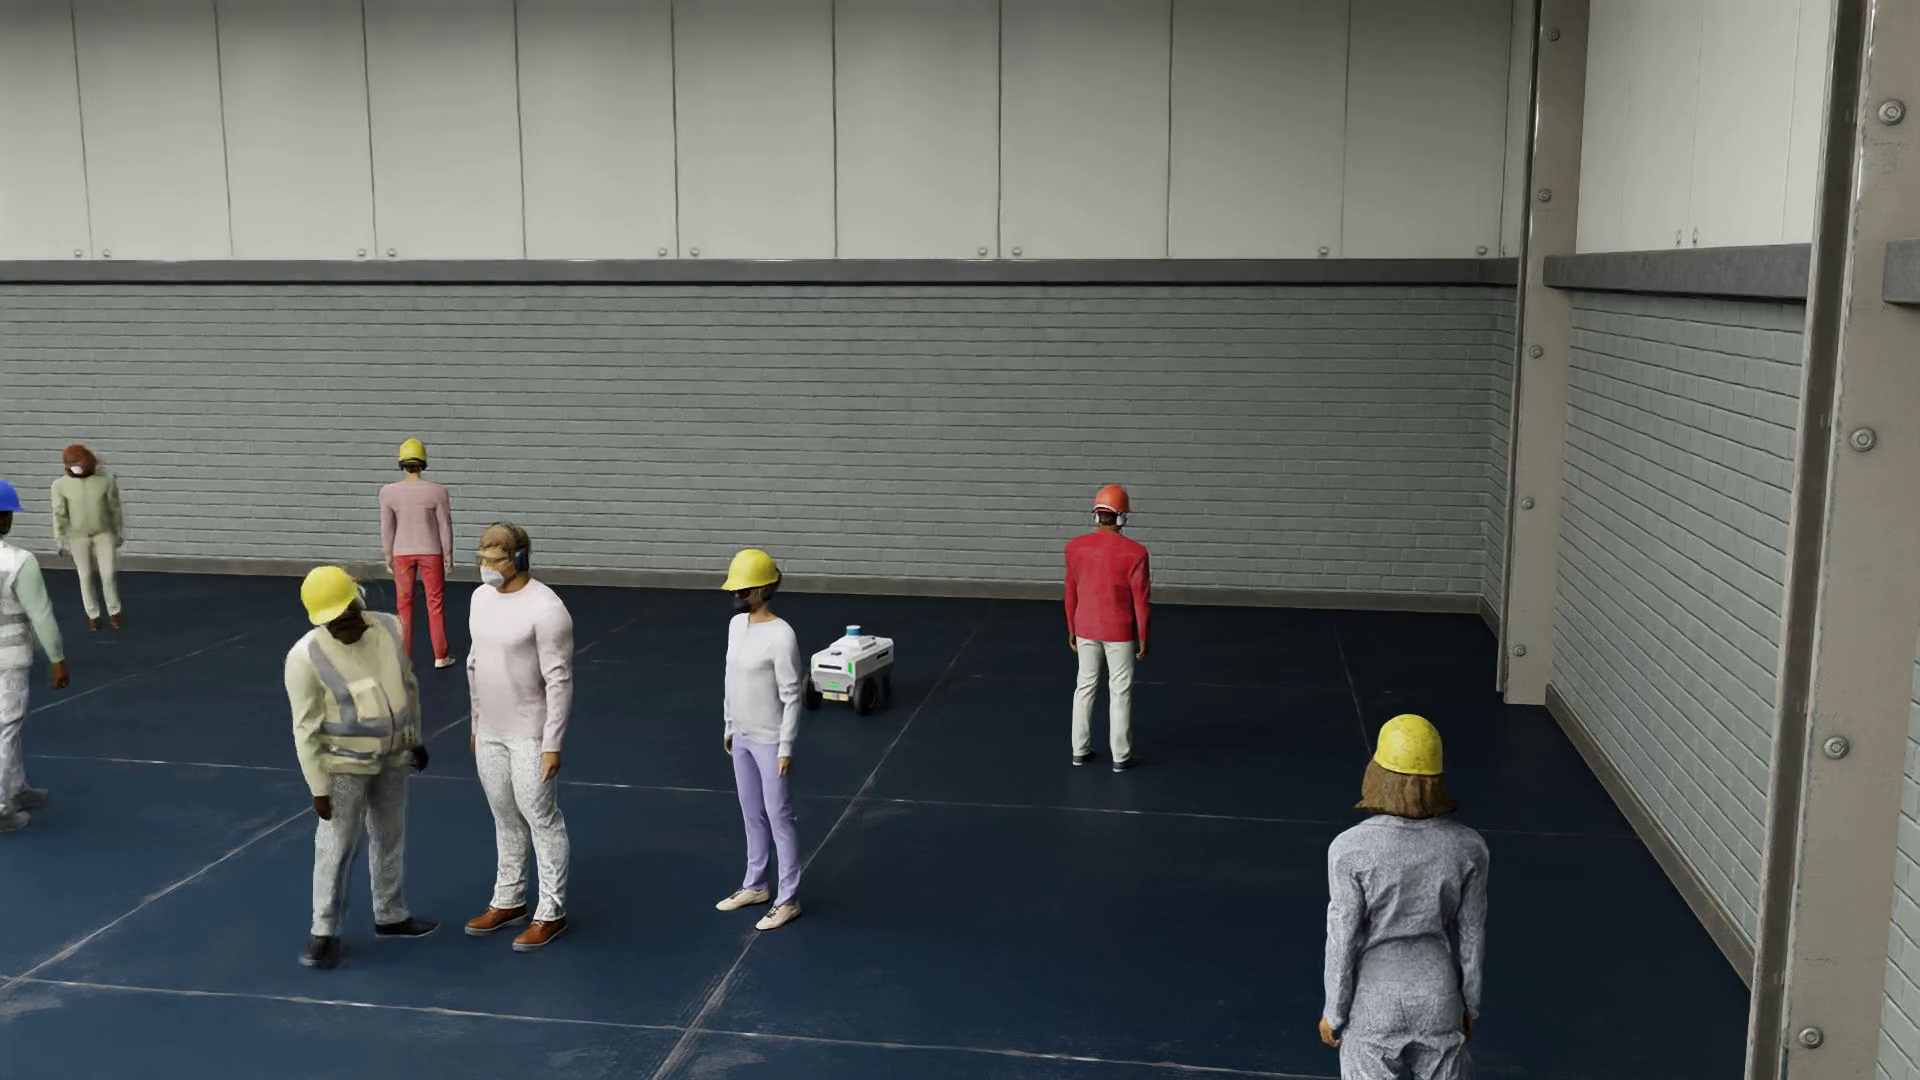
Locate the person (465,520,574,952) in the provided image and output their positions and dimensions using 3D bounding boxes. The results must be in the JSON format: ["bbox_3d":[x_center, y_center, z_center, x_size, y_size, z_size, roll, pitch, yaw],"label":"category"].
[{"bbox_3d":[-1.990,0.867,7.470,0.628,1.939,0.373,7,11,36],"label":"person"}]

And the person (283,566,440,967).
[{"bbox_3d":[-2.635,0.972,7.313,0.406,1.782,0.675,5,11,30],"label":"person"}]

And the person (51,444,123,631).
[{"bbox_3d":[-7.301,-0.015,13.933,0.517,1.598,0.487,-5,11,-29],"label":"person"}]

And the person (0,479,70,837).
[{"bbox_3d":[-5.133,0.616,9.045,0.650,1.923,0.757,2,9,13],"label":"person"}]

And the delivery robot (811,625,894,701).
[{"bbox_3d":[-0.741,0.840,11.597,0.477,0.478,0.707,4,10,23],"label":"delivery robot"}]

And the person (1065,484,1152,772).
[{"bbox_3d":[0.910,0.530,10.142,0.567,1.743,0.350,5,11,30],"label":"person"}]

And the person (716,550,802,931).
[{"bbox_3d":[-0.940,0.915,7.706,0.316,1.766,0.533,-8,12,-40],"label":"person"}]

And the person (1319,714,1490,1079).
[{"bbox_3d":[1.304,1.373,4.943,0.490,1.743,0.324,-1,9,-5],"label":"person"}]

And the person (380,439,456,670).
[{"bbox_3d":[-4.108,0.115,12.622,0.530,1.772,0.303,-1,9,-6],"label":"person"}]
